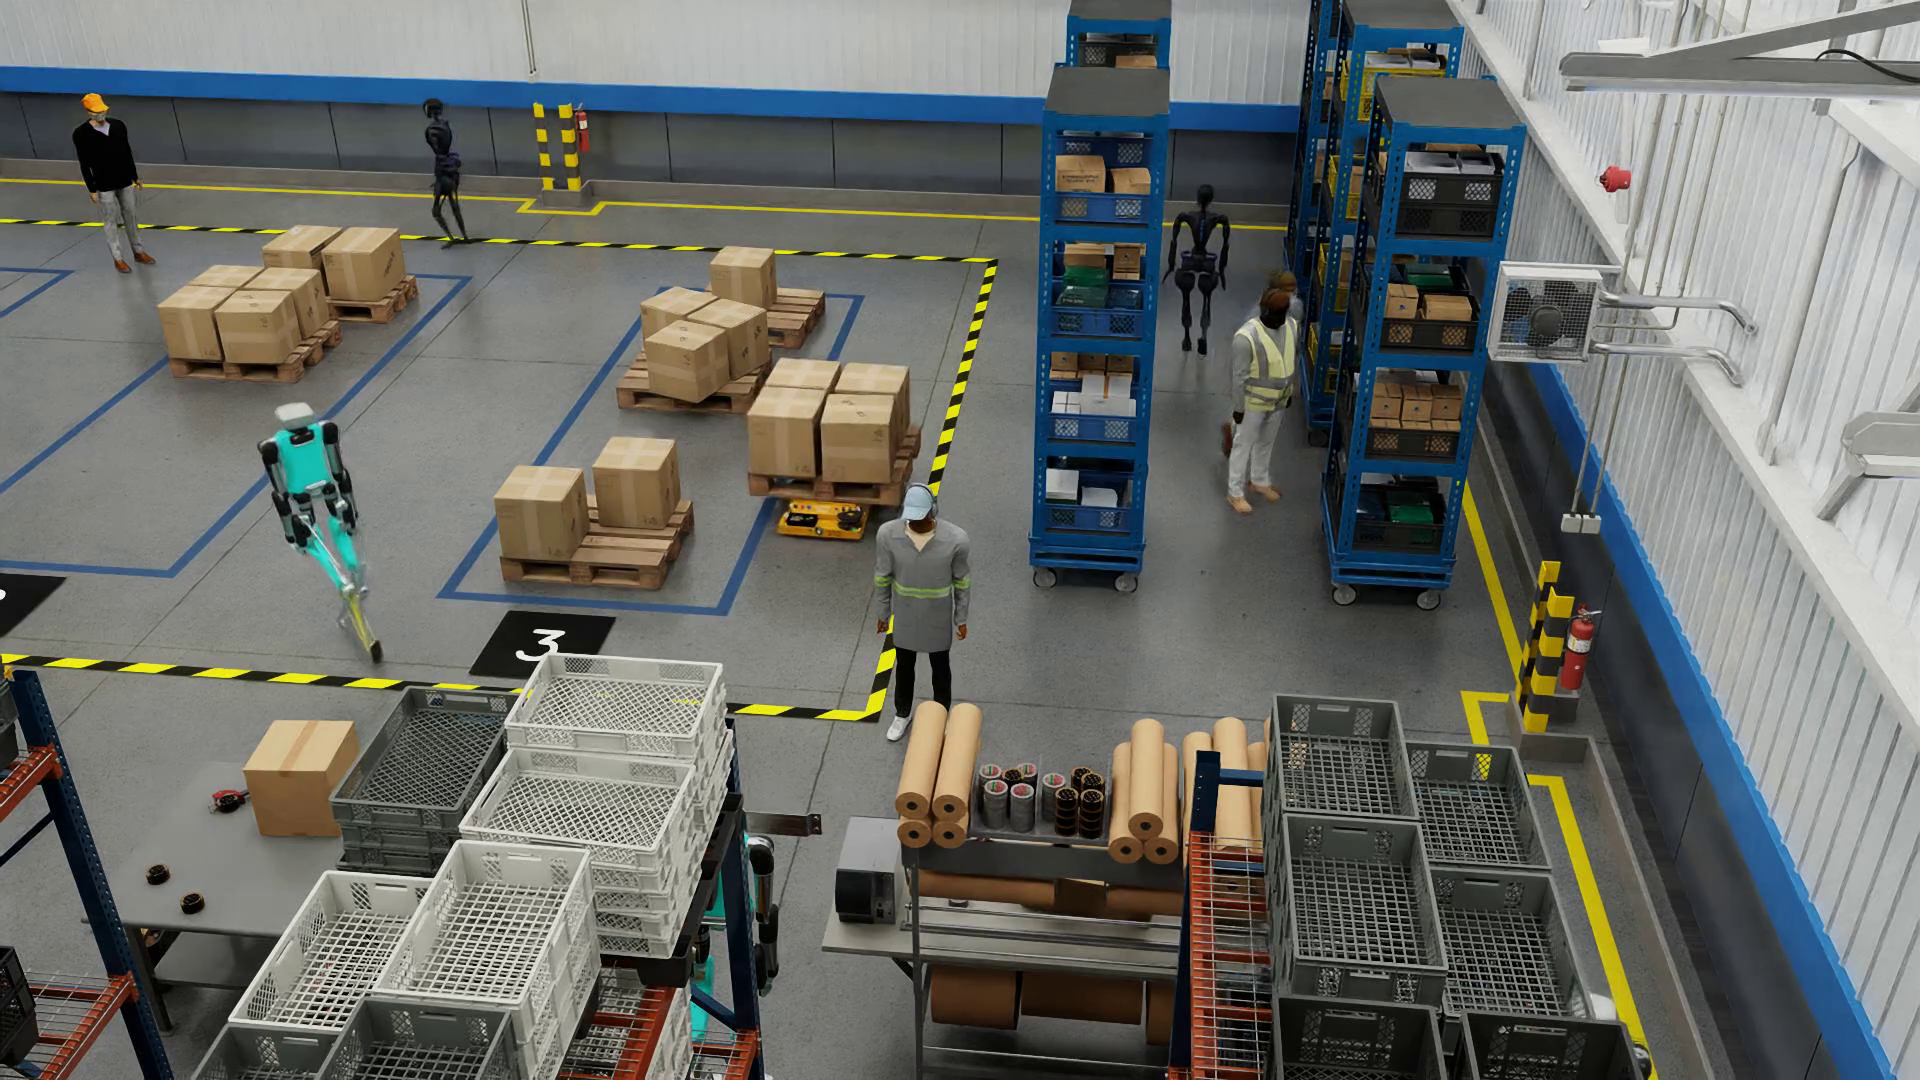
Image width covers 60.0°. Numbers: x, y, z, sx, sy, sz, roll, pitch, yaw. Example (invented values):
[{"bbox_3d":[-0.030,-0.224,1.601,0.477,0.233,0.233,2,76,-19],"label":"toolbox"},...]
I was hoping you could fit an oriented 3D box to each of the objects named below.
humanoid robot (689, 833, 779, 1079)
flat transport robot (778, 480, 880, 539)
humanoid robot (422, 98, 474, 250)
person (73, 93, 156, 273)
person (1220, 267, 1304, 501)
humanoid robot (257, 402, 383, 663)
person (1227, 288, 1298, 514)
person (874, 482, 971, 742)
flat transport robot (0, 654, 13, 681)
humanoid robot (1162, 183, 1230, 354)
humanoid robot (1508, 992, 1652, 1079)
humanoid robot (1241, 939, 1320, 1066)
[{"bbox_3d":[-1.123,2.029,7.597,0.533,1.674,0.735,3,30,6],"label":"humanoid robot"},{"bbox_3d":[-0.991,-0.458,13.432,0.652,0.197,1.431,4,30,7],"label":"flat transport robot"},{"bbox_3d":[-5.617,-4.009,18.159,0.367,1.643,0.608,-2,30,-3],"label":"humanoid robot"},{"bbox_3d":[-8.928,-3.774,17.551,0.380,1.882,0.589,18,35,28],"label":"person"},{"bbox_3d":[2.407,-1.314,13.302,0.635,1.918,0.786,-22,37,-32],"label":"person"},{"bbox_3d":[-4.193,-0.008,11.249,0.544,1.764,0.955,-26,39,-37],"label":"humanoid robot"},{"bbox_3d":[2.376,-1.100,13.001,0.632,1.839,0.429,-21,36,-31],"label":"person"},{"bbox_3d":[-0.238,0.465,10.300,0.596,1.850,0.397,4,30,7],"label":"person"},{"bbox_3d":[-7.142,0.969,11.010,1.431,0.231,0.659,3,30,6],"label":"flat transport robot"},{"bbox_3d":[2.210,-2.524,15.618,0.602,1.644,0.464,3,30,5],"label":"humanoid robot"},{"bbox_3d":[2.477,2.472,7.061,0.551,1.879,0.792,5,31,9],"label":"humanoid robot"},{"bbox_3d":[1.296,2.347,7.269,0.545,1.656,0.601,9,31,15],"label":"humanoid robot"}]
